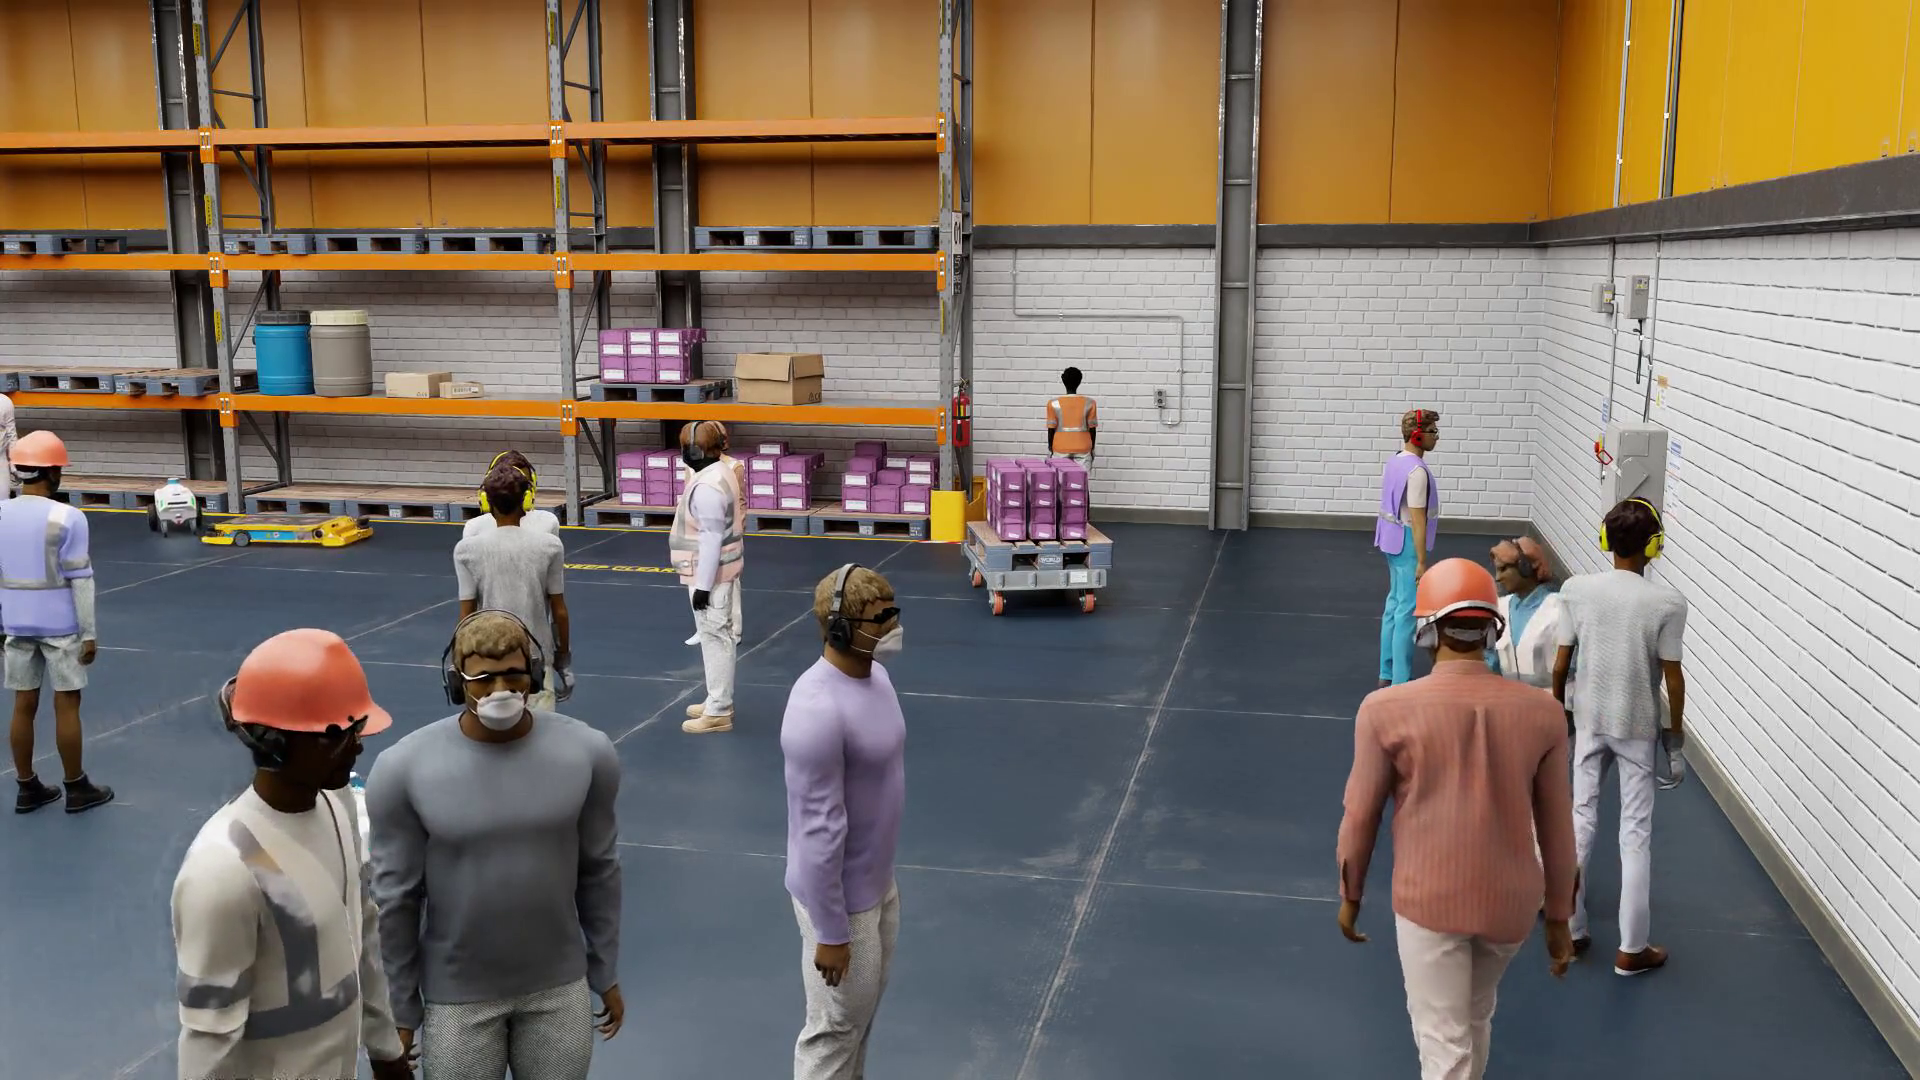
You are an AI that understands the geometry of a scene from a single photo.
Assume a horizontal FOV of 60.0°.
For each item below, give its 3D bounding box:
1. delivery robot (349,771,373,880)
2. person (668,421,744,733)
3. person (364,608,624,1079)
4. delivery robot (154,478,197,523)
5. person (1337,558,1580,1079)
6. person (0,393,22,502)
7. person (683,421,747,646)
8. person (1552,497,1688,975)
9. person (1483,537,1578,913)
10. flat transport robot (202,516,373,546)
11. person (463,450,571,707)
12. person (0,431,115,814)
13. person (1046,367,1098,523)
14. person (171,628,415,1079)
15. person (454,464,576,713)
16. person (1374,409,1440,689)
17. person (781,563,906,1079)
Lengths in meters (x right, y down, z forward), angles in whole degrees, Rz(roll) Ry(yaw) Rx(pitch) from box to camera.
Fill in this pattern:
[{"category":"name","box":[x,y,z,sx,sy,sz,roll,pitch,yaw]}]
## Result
[{"category":"delivery robot","box":[-2.654,1.249,7.212,0.707,0.478,0.477,5,11,31]},{"category":"person","box":[-1.498,0.215,9.837,0.430,1.839,0.619,0,10,-1]},{"category":"person","box":[-1.134,1.121,4.169,0.629,1.940,0.373,-5,11,-28]},{"category":"delivery robot","box":[-7.991,-0.390,16.930,0.477,0.478,0.707,-5,11,-29]},{"category":"person","box":[1.421,1.026,4.761,0.639,1.915,1.077,-1,10,-7]},{"category":"person","box":[-8.608,-0.625,14.611,0.651,1.904,0.402,-7,12,-38]},{"category":"person","box":[-1.756,-0.037,11.913,0.524,1.639,0.306,5,11,27]},{"category":"person","box":[2.573,0.762,6.514,0.533,1.864,0.310,8,12,40]},{"category":"person","box":[2.447,0.794,7.105,0.574,1.601,0.578,-4,10,-21]},{"category":"flat transport robot","box":[-6.599,-0.103,16.346,1.431,0.197,0.652,1,10,4]},{"category":"person","box":[-2.149,0.487,8.126,0.532,1.870,0.315,-8,13,-41]},{"category":"person","box":[-4.598,0.418,8.370,0.582,1.930,0.387,1,10,5]},{"category":"person","box":[1.133,-0.906,16.888,0.535,1.697,0.318,-1,10,-5]},{"category":"person","box":[-1.413,1.179,3.597,0.496,2.021,0.615,-1,10,-3]},{"category":"person","box":[-2.023,0.583,7.595,0.517,1.861,0.327,-2,10,-12]},{"category":"person","box":[2.837,0.088,10.553,0.377,1.846,0.570,0,10,-1]},{"category":"person","box":[-0.307,1.024,4.773,0.368,1.929,0.633,2,10,10]}]
